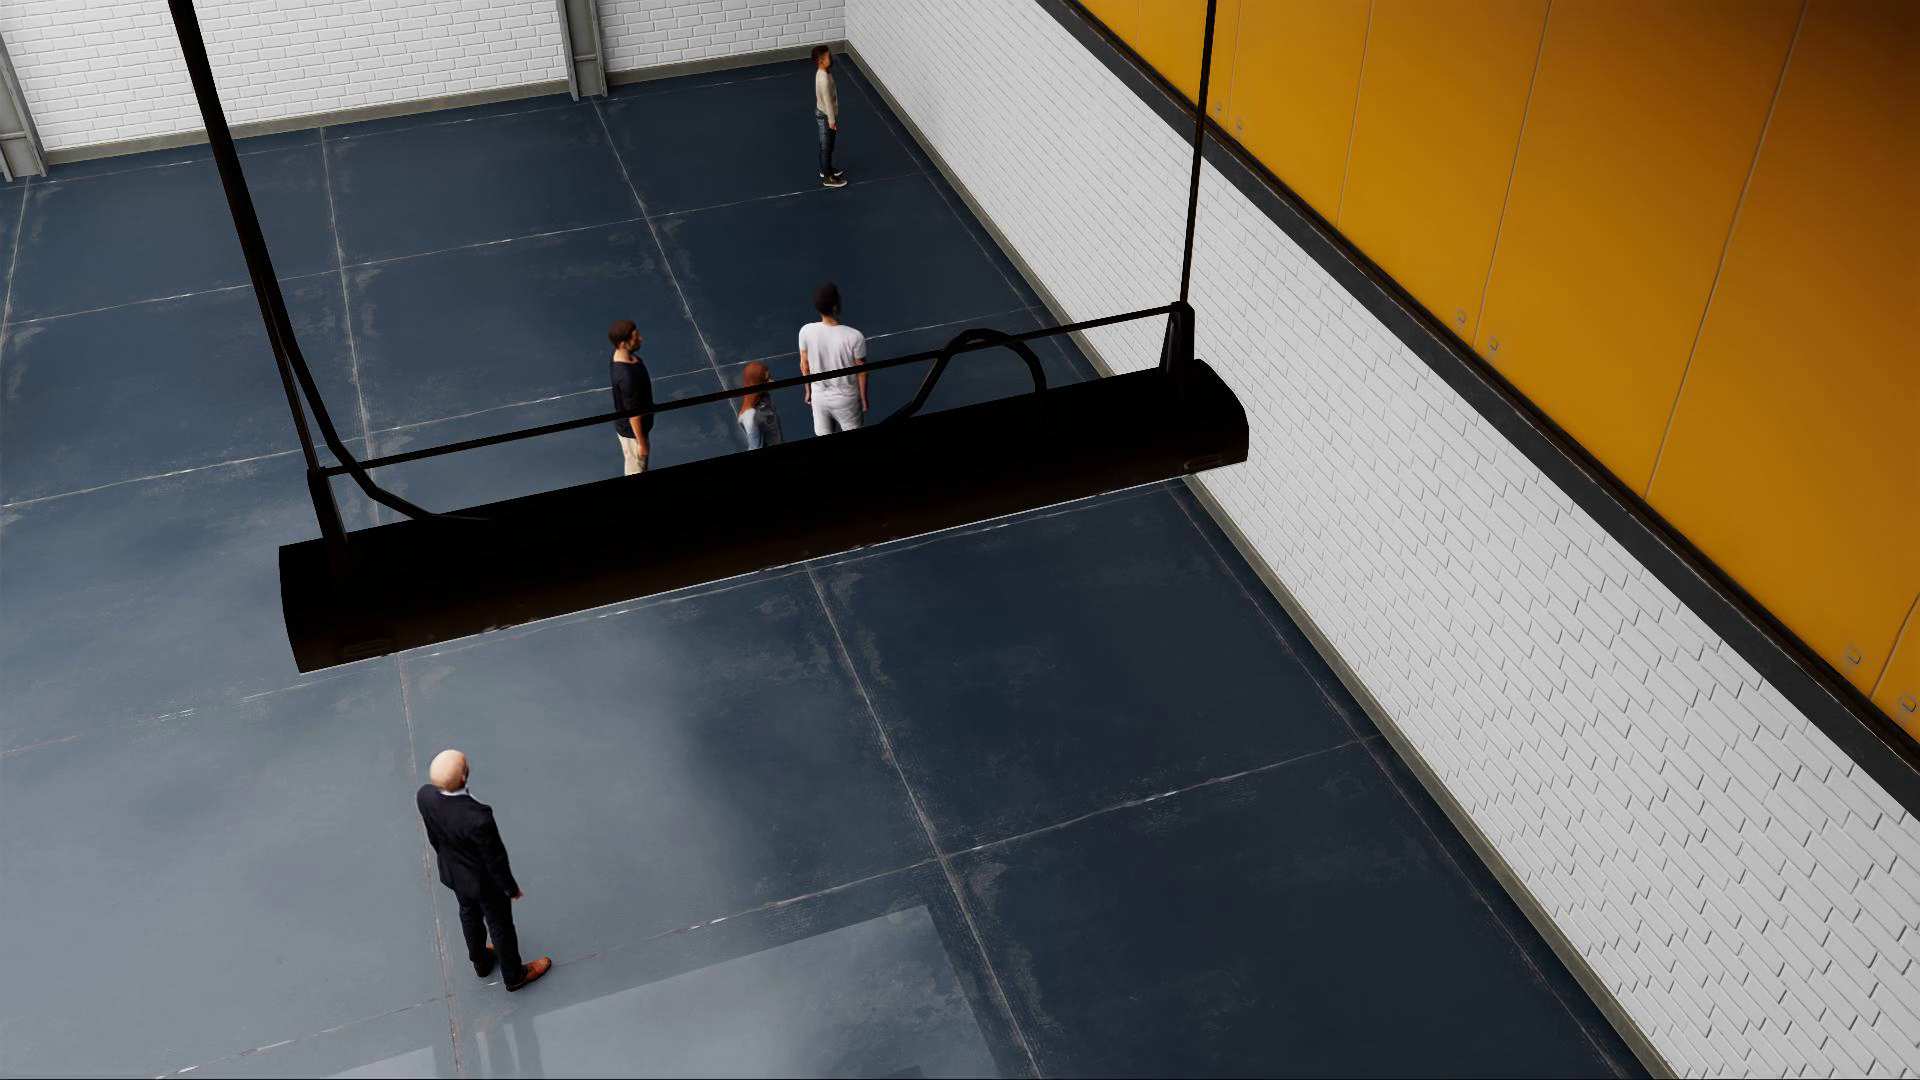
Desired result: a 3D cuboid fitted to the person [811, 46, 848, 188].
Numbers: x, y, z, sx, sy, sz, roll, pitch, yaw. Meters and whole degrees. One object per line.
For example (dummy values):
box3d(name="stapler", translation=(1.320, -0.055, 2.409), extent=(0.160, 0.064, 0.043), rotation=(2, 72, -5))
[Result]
box3d(name="person", translation=(-1.385, -4.393, 17.182), extent=(0.555, 1.465, 0.576), rotation=(-6, 39, -8))

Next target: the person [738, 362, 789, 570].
box3d(name="person", translation=(-1.457, -0.570, 12.205), extent=(0.665, 1.703, 0.683), rotation=(3, 39, 4))

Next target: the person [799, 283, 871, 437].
box3d(name="person", translation=(-0.958, -1.122, 12.775), extent=(0.714, 1.854, 0.824), rotation=(8, 39, 10))

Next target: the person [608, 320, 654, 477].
box3d(name="person", translation=(-2.455, -0.846, 12.431), extent=(0.535, 1.851, 0.636), rotation=(-11, 40, -13))

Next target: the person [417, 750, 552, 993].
box3d(name="person", translation=(-2.663, 1.819, 9.136), extent=(0.768, 1.800, 0.804), rotation=(20, 43, 23))
